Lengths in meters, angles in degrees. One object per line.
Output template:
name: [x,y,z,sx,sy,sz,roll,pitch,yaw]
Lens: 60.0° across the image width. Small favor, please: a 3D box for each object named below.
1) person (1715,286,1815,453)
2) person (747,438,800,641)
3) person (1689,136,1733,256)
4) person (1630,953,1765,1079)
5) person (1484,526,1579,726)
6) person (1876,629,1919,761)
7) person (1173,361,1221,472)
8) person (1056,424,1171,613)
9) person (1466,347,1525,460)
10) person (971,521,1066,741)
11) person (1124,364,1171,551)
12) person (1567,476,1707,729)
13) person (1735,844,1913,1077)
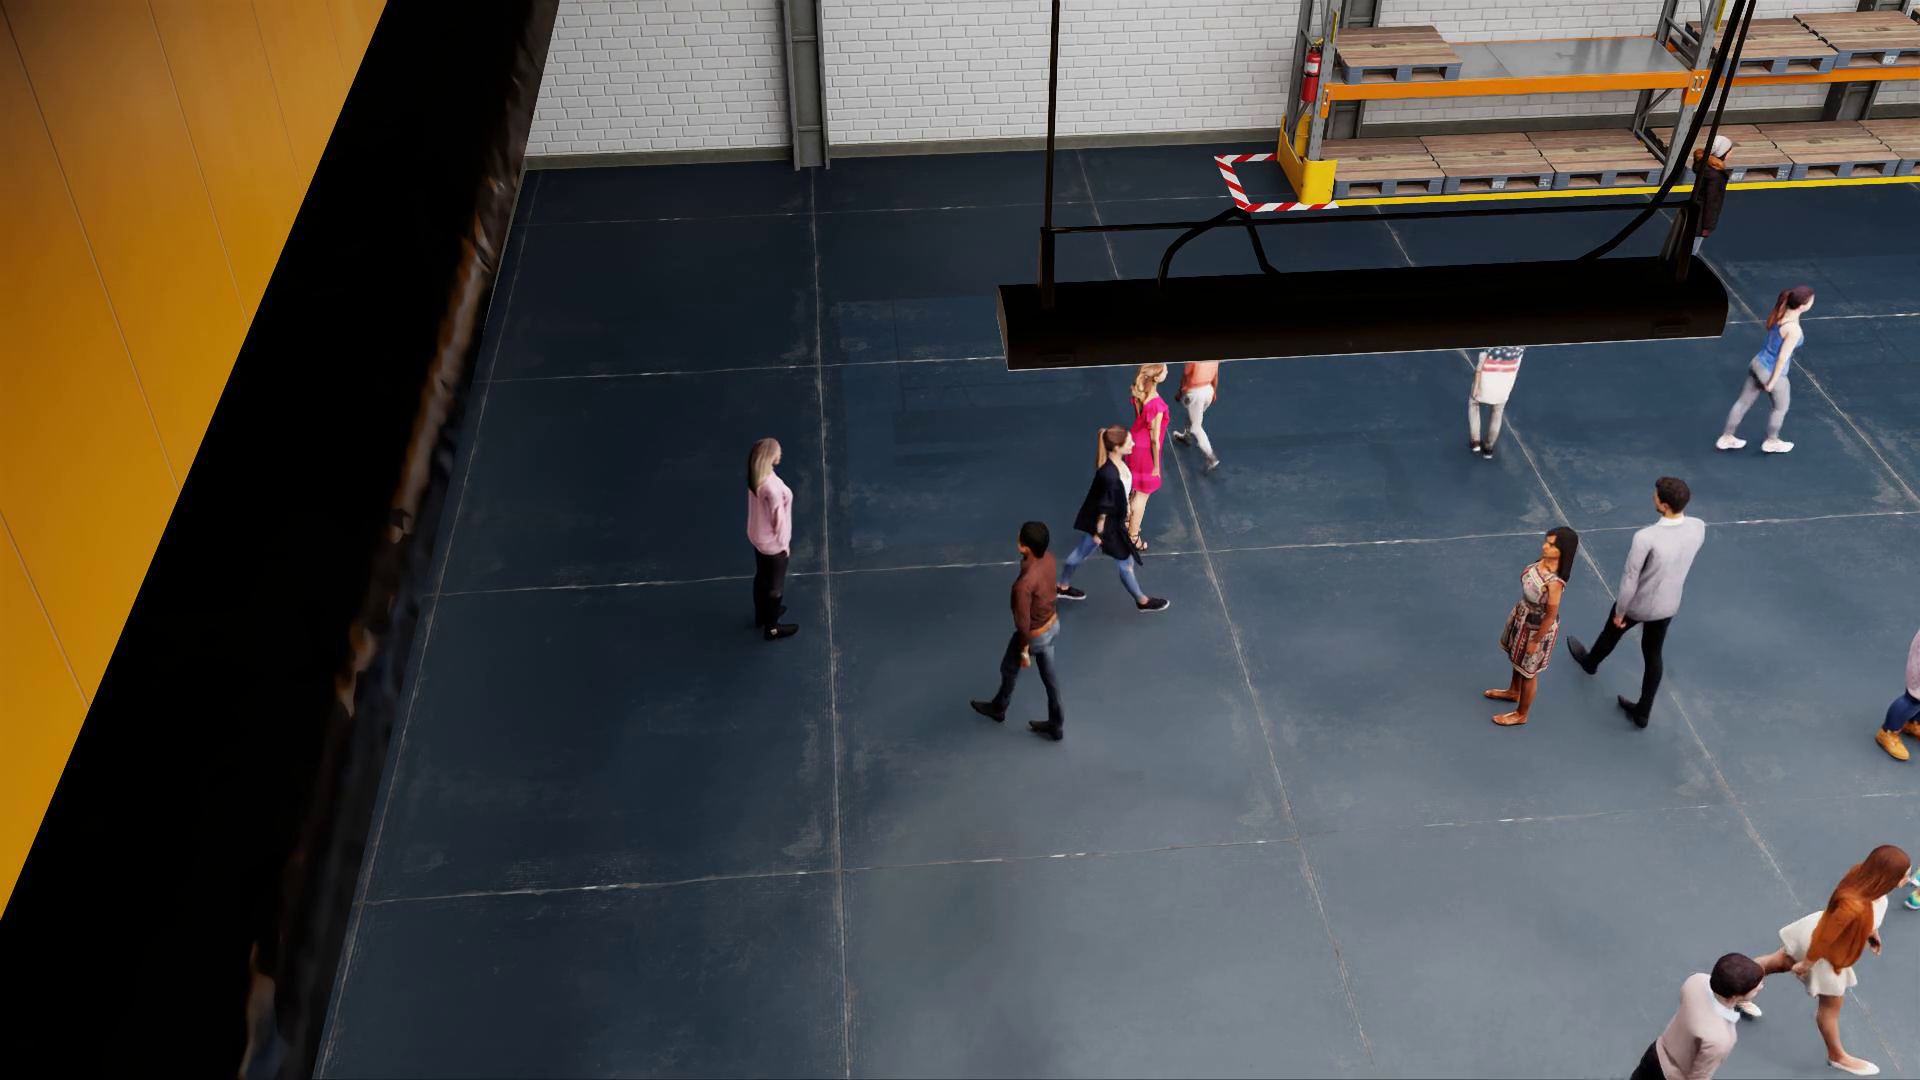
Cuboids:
person: [6.646,-1.398,13.800,0.813,1.587,0.555,-4,39,-5]
person: [-1.390,-0.011,11.988,0.666,1.681,0.669,-18,42,-21]
person: [7.062,-3.100,15.893,0.667,1.634,0.674,4,39,5]
person: [3.597,2.717,8.514,1.260,1.752,0.746,2,39,2]
person: [3.907,0.569,11.291,0.579,1.645,0.683,3,39,3]
person: [6.523,0.728,11.013,0.716,1.743,0.840,-19,42,-22]
person: [2.002,-1.173,13.759,0.900,1.287,0.771,-19,42,-22]
person: [0.978,-0.137,12.186,1.162,1.630,0.788,5,39,7]
person: [4.440,-1.273,13.774,0.564,1.424,0.621,5,39,6]
person: [0.584,0.656,11.096,1.074,1.752,0.978,20,43,23]
person: [1.395,-0.680,12.794,0.606,1.721,0.622,-11,40,-14]
person: [4.709,0.472,11.230,1.106,1.871,0.904,-9,39,-11]
person: [4.701,2.209,9.219,1.185,1.668,1.043,22,44,25]
